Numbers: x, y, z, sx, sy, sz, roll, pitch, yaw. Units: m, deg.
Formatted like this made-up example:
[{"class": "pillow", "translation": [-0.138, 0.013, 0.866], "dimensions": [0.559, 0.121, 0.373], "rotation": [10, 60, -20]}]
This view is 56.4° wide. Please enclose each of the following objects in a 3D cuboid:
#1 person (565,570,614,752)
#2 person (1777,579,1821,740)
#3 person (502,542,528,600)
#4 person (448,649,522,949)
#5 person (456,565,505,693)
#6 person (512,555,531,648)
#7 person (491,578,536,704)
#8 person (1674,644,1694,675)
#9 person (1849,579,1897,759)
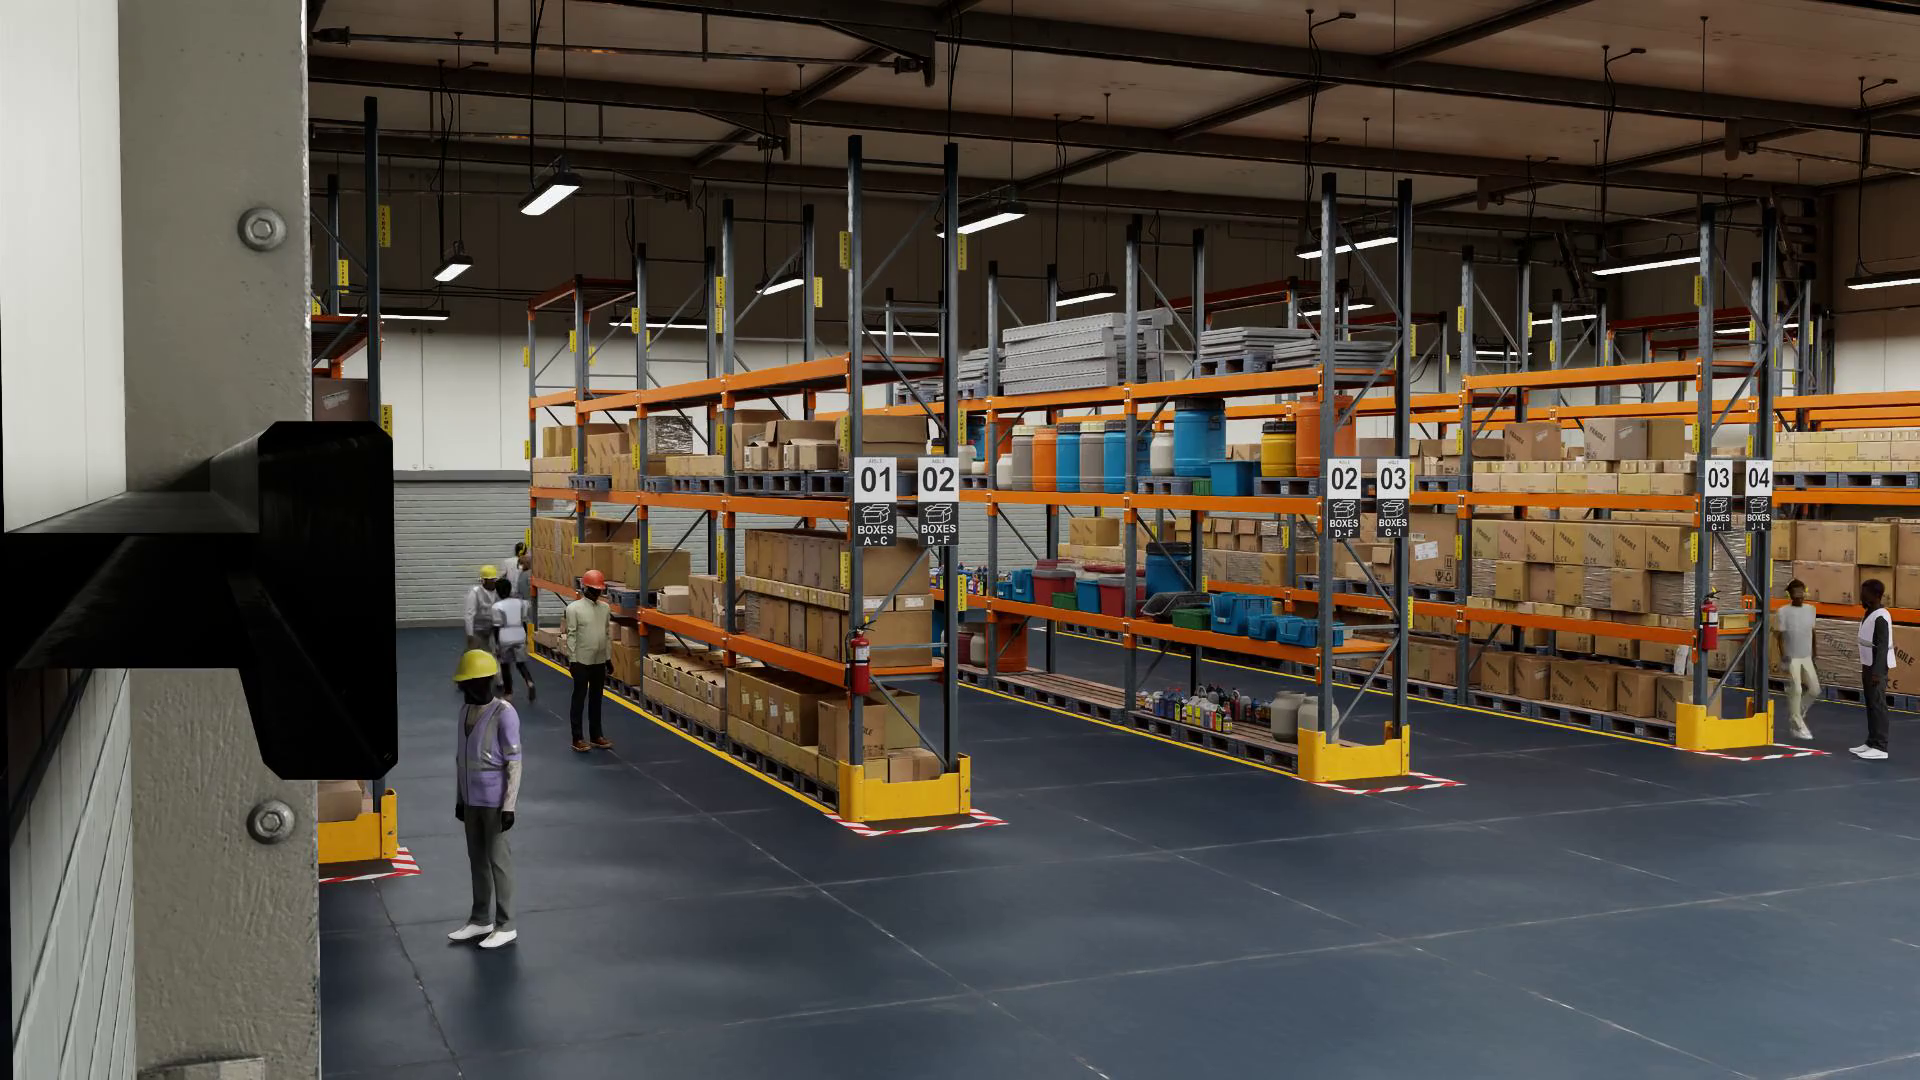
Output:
[{"class": "person", "translation": [-4.079, 1.321, 19.793], "dimensions": [0.388, 1.987, 0.608], "rotation": [2, 3, 36]}, {"class": "person", "translation": [9.629, 1.366, 20.523], "dimensions": [0.541, 1.841, 0.387], "rotation": [0, 2, -13]}, {"class": "person", "translation": [-7.866, 0.942, 31.638], "dimensions": [0.552, 1.832, 0.562], "rotation": [0, 2, 11]}, {"class": "person", "translation": [-3.093, 1.665, 11.609], "dimensions": [0.594, 1.922, 0.385], "rotation": [2, 3, 41]}, {"class": "person", "translation": [-6.686, 1.230, 24.968], "dimensions": [0.873, 1.784, 0.623], "rotation": [2, 3, 35]}, {"class": "person", "translation": [-7.534, 1.069, 30.934], "dimensions": [0.614, 1.614, 0.535], "rotation": [-1, 2, -25]}, {"class": "person", "translation": [-5.861, 1.332, 23.532], "dimensions": [0.568, 1.665, 0.619], "rotation": [-2, 3, -43]}, {"class": "person", "translation": [9.965, 1.194, 24.425], "dimensions": [0.583, 1.882, 0.337], "rotation": [-1, 2, -25]}, {"class": "person", "translation": [9.828, 1.376, 19.249], "dimensions": [0.393, 1.918, 0.591], "rotation": [1, 2, 15]}]
